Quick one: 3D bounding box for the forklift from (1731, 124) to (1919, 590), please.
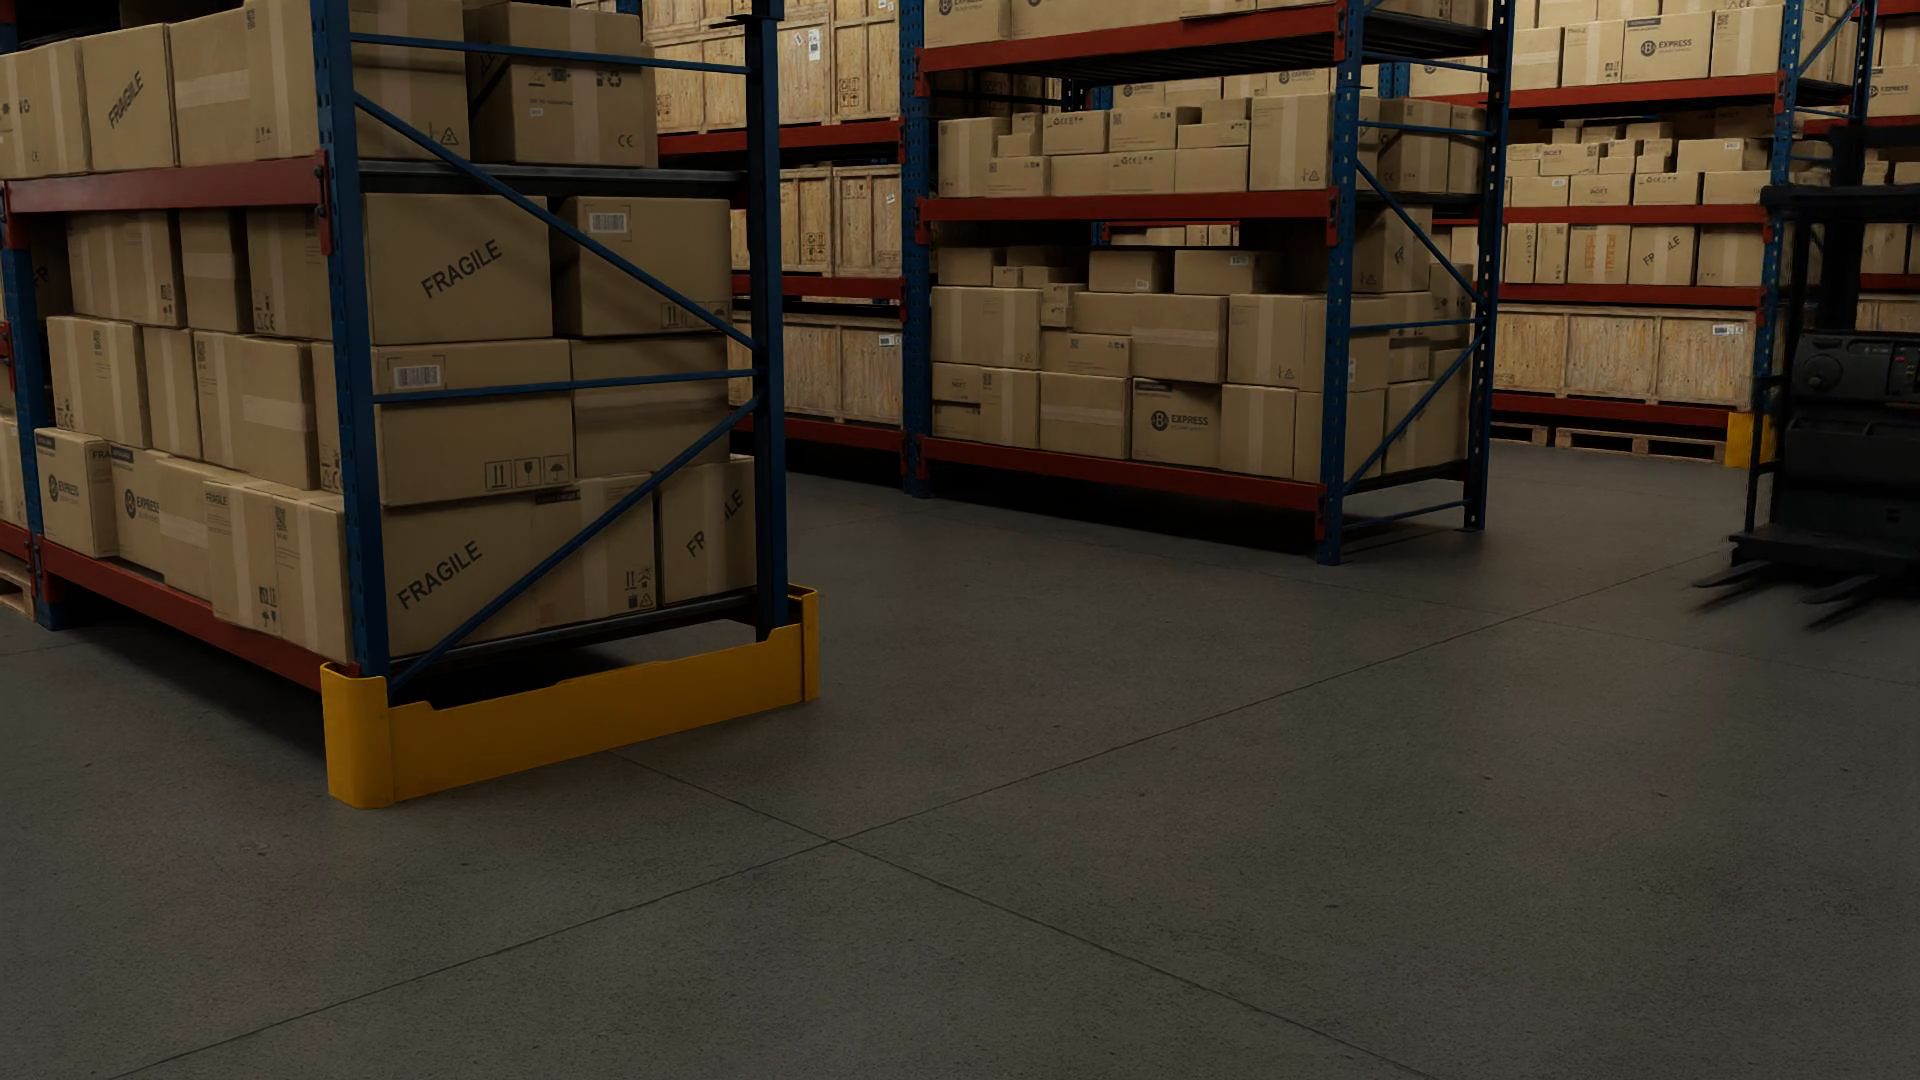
[{"bbox_3d":[5.943,-1.229,10.556,1.873,2.768,1.129,-10,14,-44],"label":"forklift"}]

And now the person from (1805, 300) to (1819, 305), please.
[{"bbox_3d":[10.292,-2.419,20.232,0.742,1.717,0.595,8,13,38],"label":"person"}]
